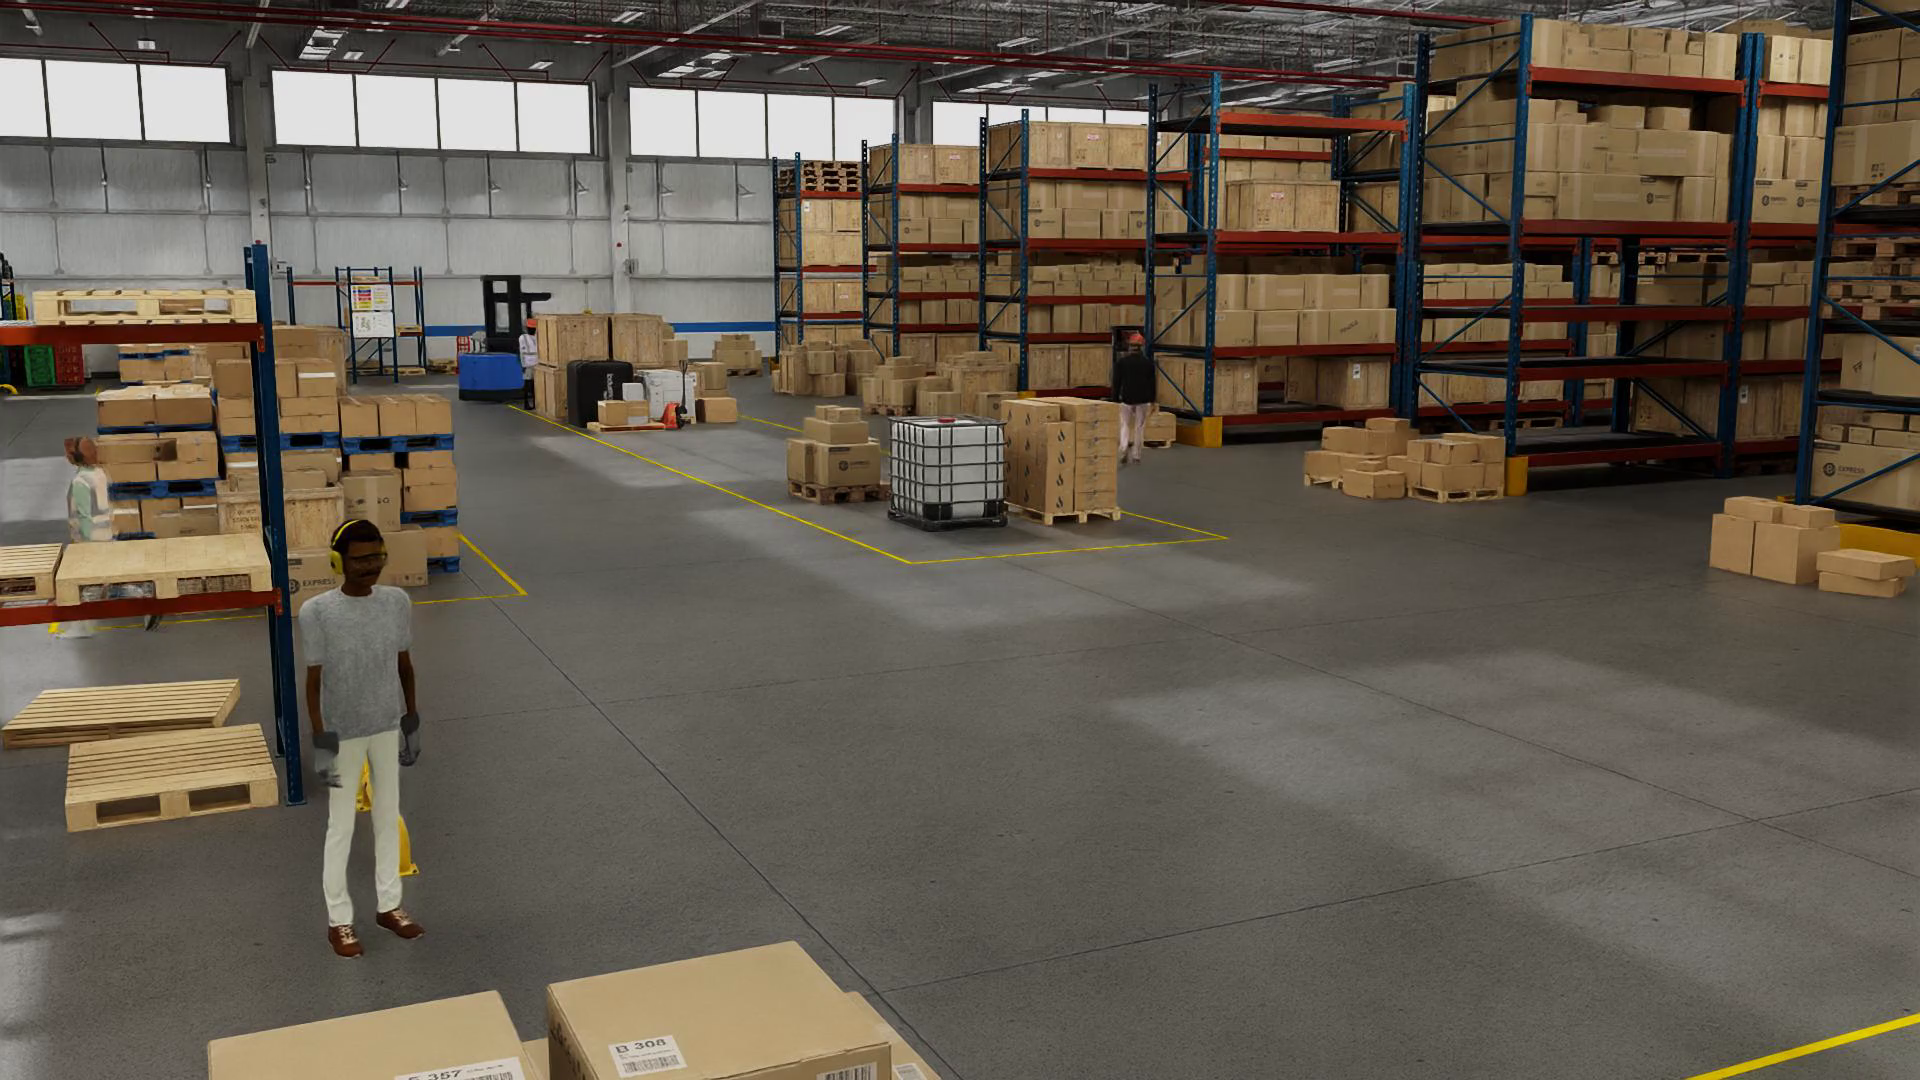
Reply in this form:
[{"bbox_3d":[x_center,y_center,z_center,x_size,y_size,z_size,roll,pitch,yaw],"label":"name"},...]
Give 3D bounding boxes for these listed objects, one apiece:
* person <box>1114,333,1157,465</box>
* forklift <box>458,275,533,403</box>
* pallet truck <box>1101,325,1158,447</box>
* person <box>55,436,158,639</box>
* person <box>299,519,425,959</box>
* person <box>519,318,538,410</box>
[{"bbox_3d":[2.643,-2.114,24.976,0.634,1.983,0.511,2,9,10],"label":"person"},{"bbox_3d":[-10.176,-4.497,36.988,1.129,2.768,1.873,5,10,29],"label":"forklift"},{"bbox_3d":[2.881,-2.596,27.923,0.823,1.965,1.885,-1,9,-7],"label":"pallet truck"},{"bbox_3d":[-6.785,-0.021,13.121,0.698,1.616,0.515,-1,9,-5],"label":"person"},{"bbox_3d":[-2.534,0.829,7.098,0.320,1.865,0.501,9,13,44],"label":"person"},{"bbox_3d":[-8.980,-3.696,34.954,0.376,1.931,0.542,8,12,40],"label":"person"}]
